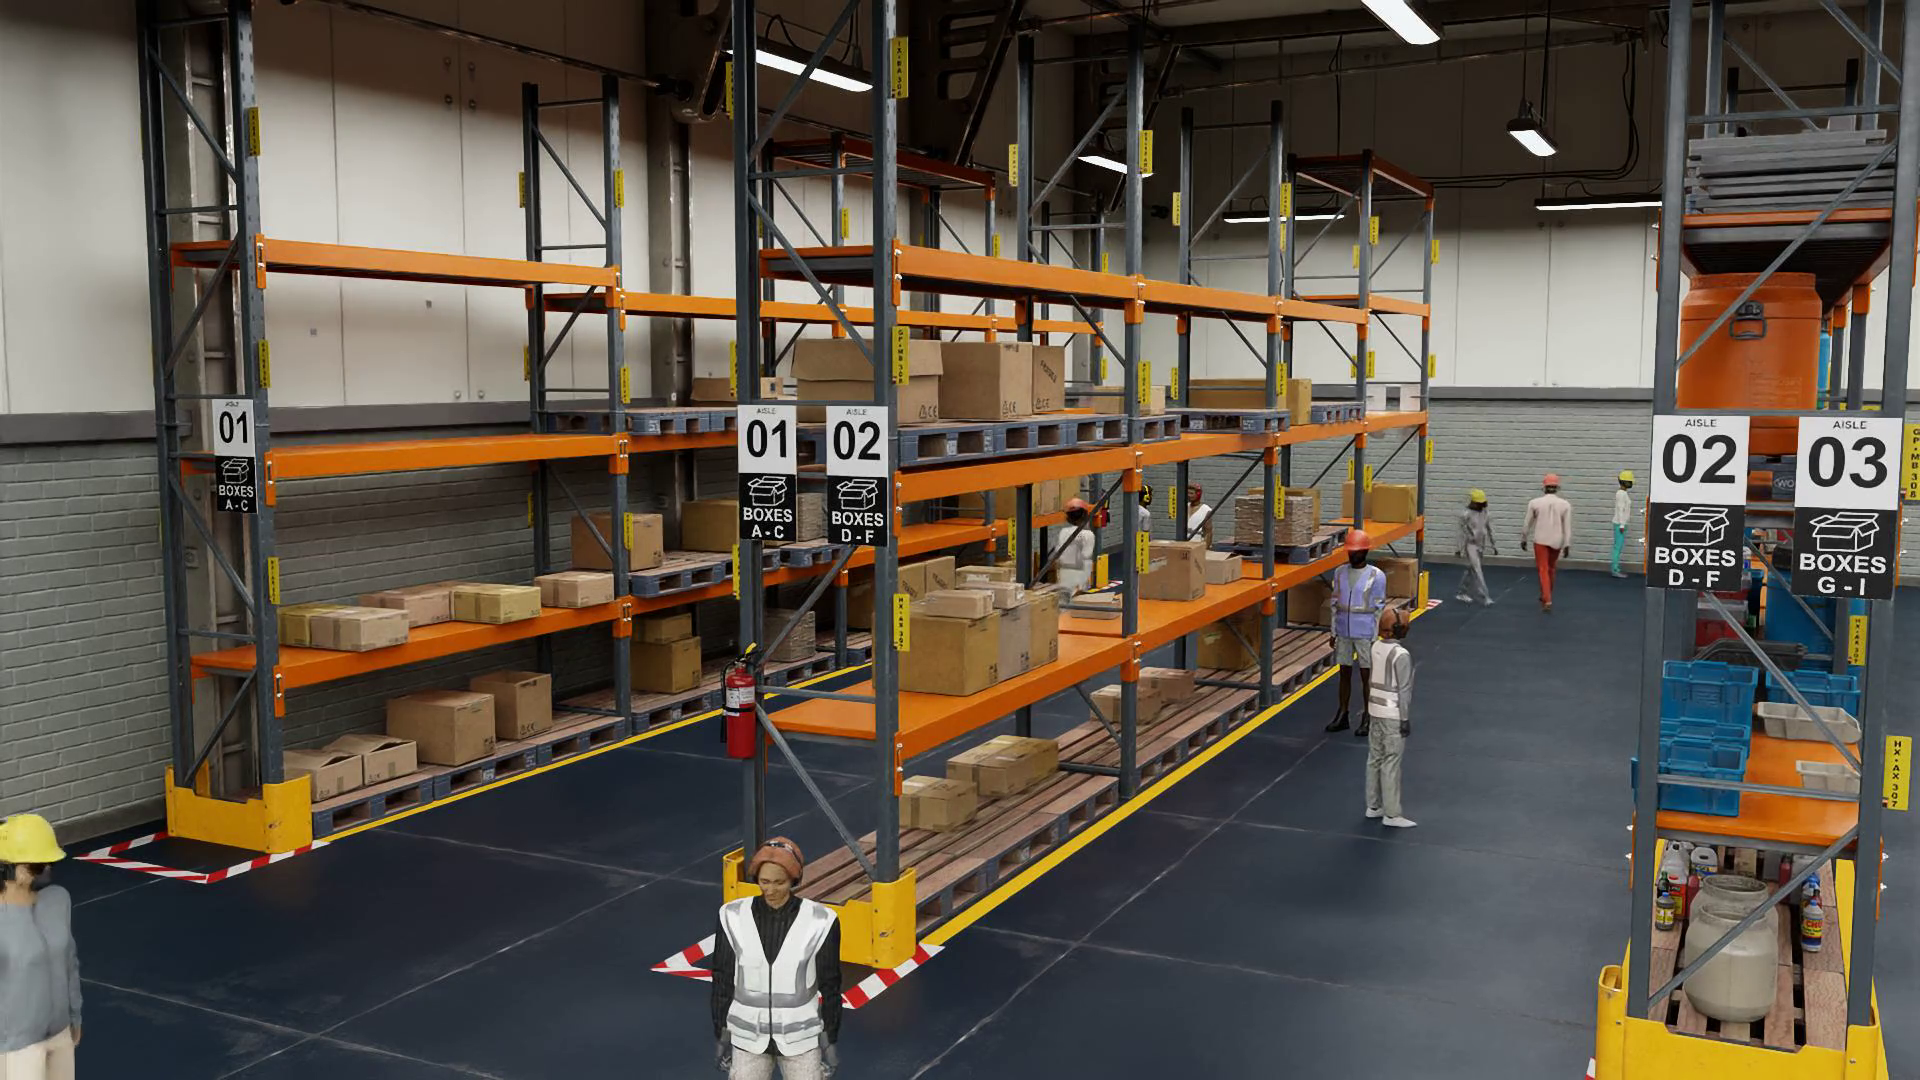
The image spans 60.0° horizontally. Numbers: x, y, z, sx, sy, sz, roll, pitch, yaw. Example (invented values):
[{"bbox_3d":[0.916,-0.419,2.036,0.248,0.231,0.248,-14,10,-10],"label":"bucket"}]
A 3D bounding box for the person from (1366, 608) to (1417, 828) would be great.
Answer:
[{"bbox_3d":[3.232,1.326,12.512,0.315,1.641,0.515,-1,6,-13],"label":"person"}]

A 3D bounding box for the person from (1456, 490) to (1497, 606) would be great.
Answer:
[{"bbox_3d":[7.519,0.108,24.170,0.540,1.677,0.911,-2,6,-22],"label":"person"}]

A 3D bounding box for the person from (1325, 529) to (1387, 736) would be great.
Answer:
[{"bbox_3d":[3.706,0.862,15.589,0.545,1.941,0.351,5,8,41],"label":"person"}]

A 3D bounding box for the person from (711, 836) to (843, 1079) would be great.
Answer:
[{"bbox_3d":[-0.710,1.951,6.452,0.514,1.640,0.310,0,6,3],"label":"person"}]

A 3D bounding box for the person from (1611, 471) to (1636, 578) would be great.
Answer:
[{"bbox_3d":[10.891,-0.255,27.305,0.328,1.765,0.532,3,6,24],"label":"person"}]

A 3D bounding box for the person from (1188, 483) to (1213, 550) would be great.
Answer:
[{"bbox_3d":[3.279,0.133,23.122,0.388,1.847,0.563,-4,7,-36],"label":"person"}]

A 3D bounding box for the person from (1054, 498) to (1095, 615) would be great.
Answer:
[{"bbox_3d":[1.260,0.535,18.482,0.613,1.995,0.624,-6,8,-43],"label":"person"}]

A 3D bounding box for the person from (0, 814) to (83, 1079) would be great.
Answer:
[{"bbox_3d":[-3.640,1.902,6.406,0.706,1.743,0.533,1,6,10],"label":"person"}]

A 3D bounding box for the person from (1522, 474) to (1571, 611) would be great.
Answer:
[{"bbox_3d":[8.379,0.035,23.677,0.609,1.952,1.023,0,6,2],"label":"person"}]
